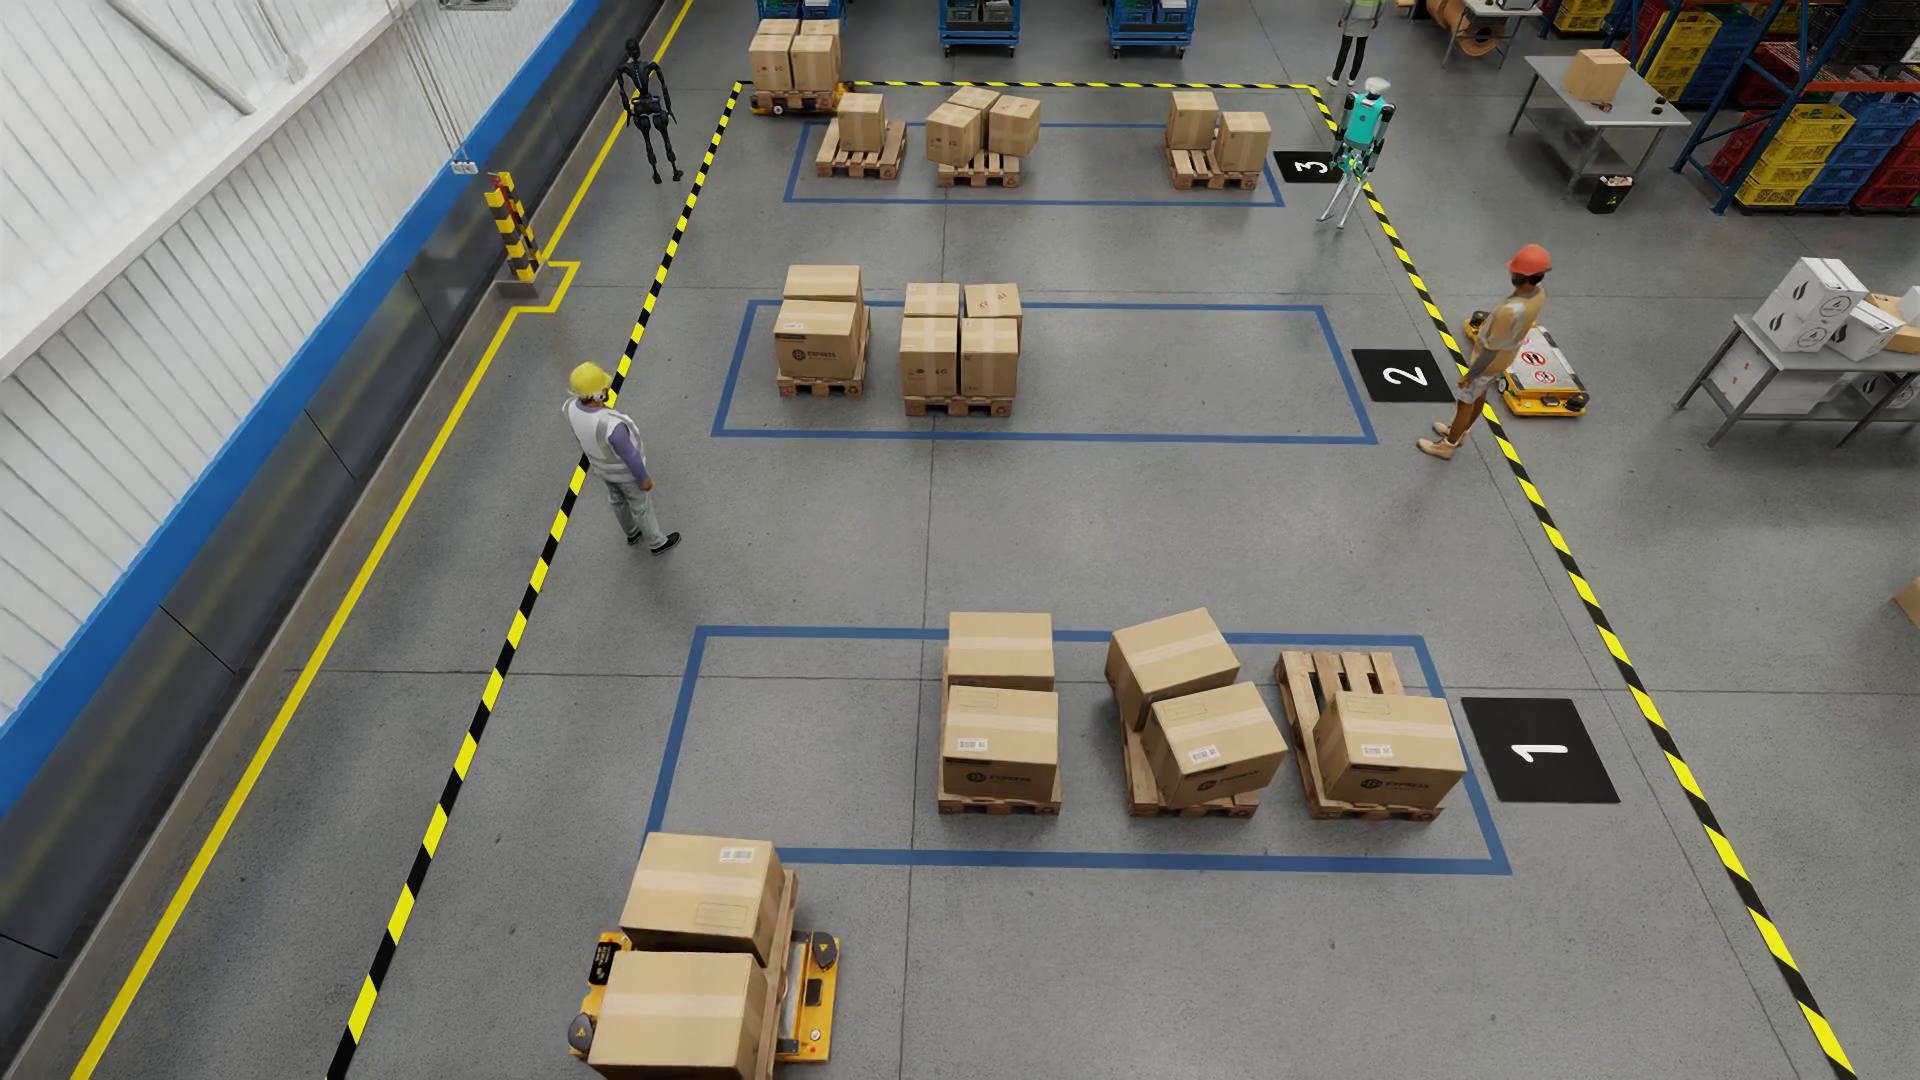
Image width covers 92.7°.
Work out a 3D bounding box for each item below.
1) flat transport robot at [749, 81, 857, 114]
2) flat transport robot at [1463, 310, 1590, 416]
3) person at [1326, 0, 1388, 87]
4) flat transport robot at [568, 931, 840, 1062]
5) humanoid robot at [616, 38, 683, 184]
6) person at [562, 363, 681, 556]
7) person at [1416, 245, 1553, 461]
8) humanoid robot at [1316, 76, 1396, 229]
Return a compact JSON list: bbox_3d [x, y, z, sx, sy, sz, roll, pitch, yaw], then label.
[{"bbox_3d":[-2.208,-6.258,12.931,1.431,0.197,0.652,1,49,1],"label":"flat transport robot"},{"bbox_3d":[5.573,-1.757,9.054,0.659,0.231,1.431,1,49,1],"label":"flat transport robot"},{"bbox_3d":[5.616,-7.343,12.842,0.588,1.852,0.371,2,49,2],"label":"person"},{"bbox_3d":[-1.443,2.600,5.265,1.431,0.197,0.652,1,49,1],"label":"flat transport robot"},{"bbox_3d":[-3.763,-5.168,11.066,0.599,1.655,0.315,-8,50,-7],"label":"humanoid robot"},{"bbox_3d":[-2.595,-0.590,7.008,0.585,1.834,0.404,25,54,20],"label":"person"},{"bbox_3d":[4.404,-1.524,7.688,0.606,2.032,0.400,-33,57,-25],"label":"person"},{"bbox_3d":[4.487,-4.352,10.240,0.533,1.676,0.735,34,57,26],"label":"humanoid robot"}]
